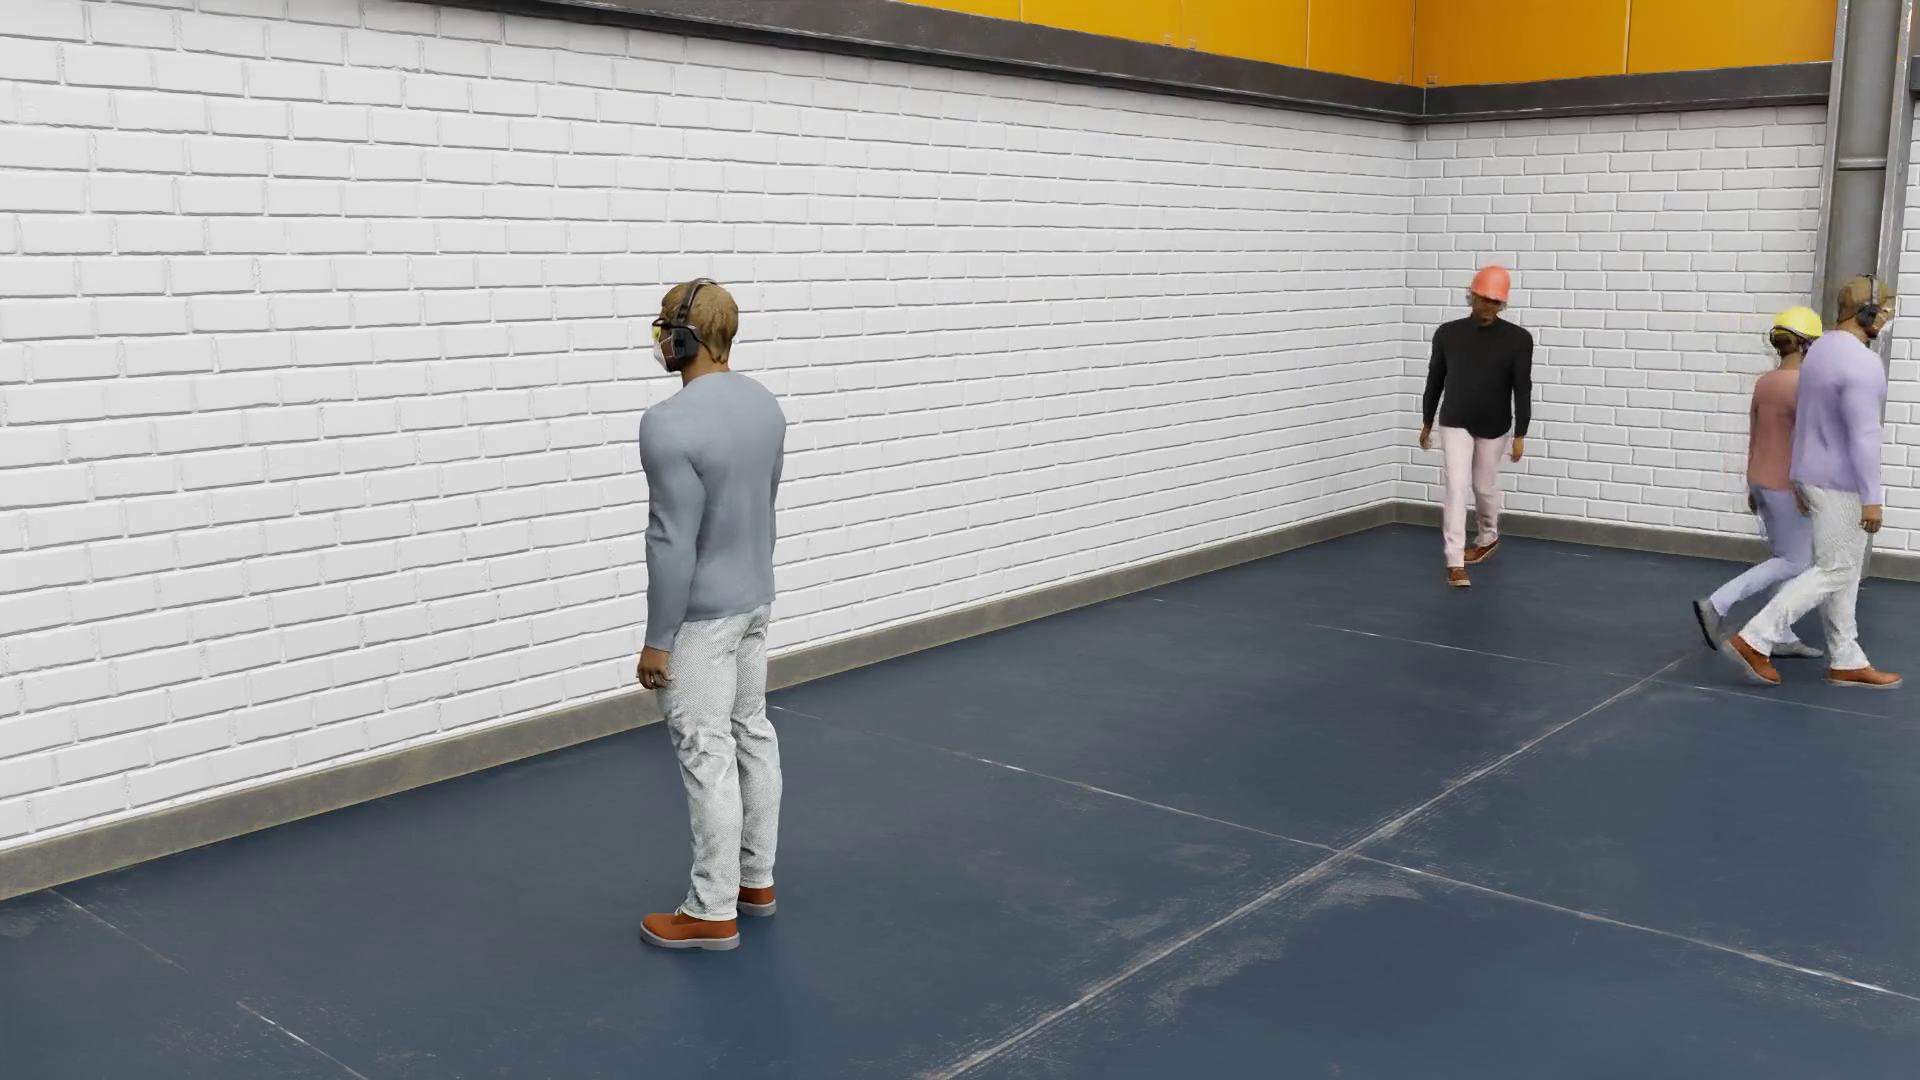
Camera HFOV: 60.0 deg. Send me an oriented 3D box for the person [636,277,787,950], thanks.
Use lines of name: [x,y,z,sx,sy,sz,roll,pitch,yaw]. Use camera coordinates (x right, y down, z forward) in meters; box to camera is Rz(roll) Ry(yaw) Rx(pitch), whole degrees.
person: [-0.731,0.218,4.831,0.372,1.940,0.631,4,11,21]

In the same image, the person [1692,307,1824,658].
person: [3.950,-0.265,8.116,0.611,1.740,0.538,0,10,2]

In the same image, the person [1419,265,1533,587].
person: [3.179,-0.725,10.248,0.657,1.937,0.960,4,11,19]

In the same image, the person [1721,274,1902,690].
person: [3.928,-0.244,7.560,0.747,1.914,0.652,2,10,10]
